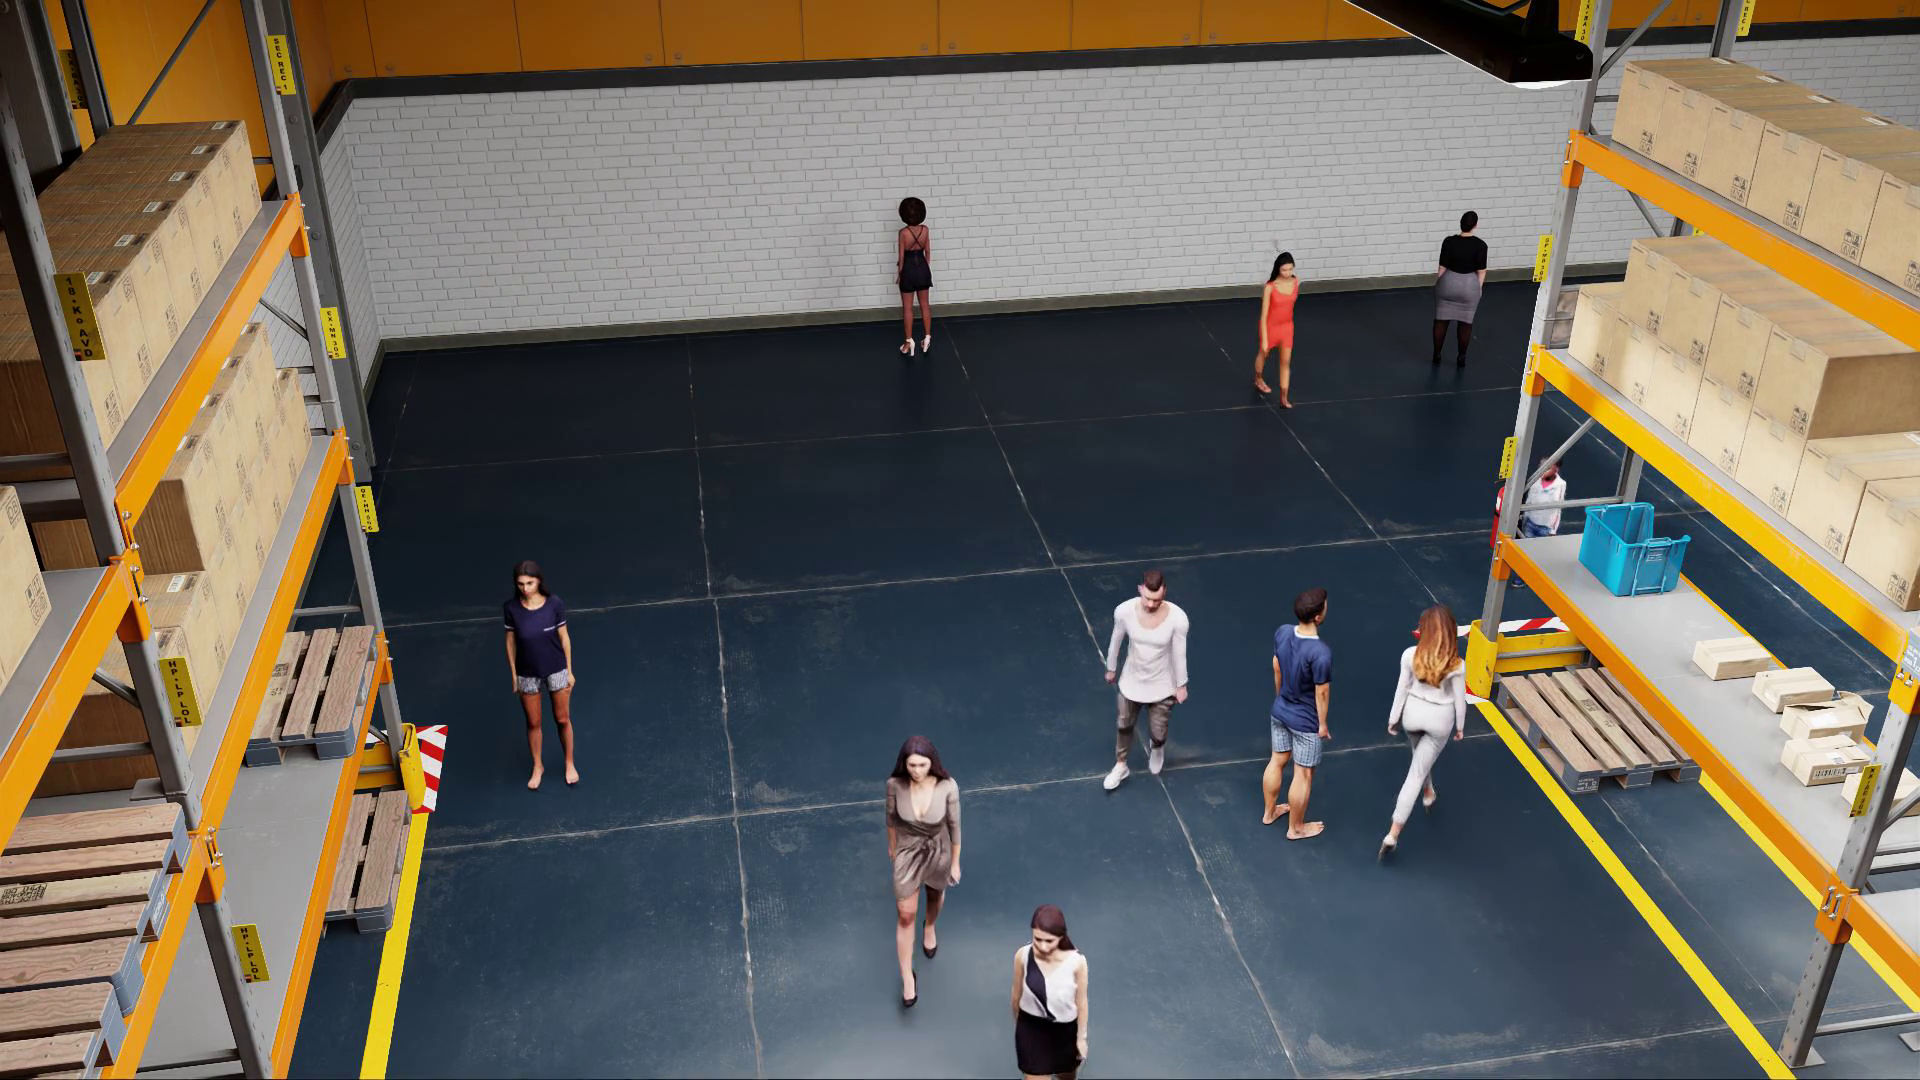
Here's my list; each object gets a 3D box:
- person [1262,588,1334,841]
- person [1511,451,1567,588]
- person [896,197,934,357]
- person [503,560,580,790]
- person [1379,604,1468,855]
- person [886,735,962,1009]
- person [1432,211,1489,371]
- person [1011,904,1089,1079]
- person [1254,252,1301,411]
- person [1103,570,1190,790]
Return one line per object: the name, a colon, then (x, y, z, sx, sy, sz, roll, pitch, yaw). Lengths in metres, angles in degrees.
person: (2.227, 1.140, 10.944, 0.762, 1.850, 0.641, -19, 34, -31)
person: (4.932, -0.175, 13.983, 0.670, 1.249, 0.629, -18, 33, -29)
person: (-0.510, -2.930, 18.471, 0.635, 1.789, 0.630, -14, 32, -24)
person: (-2.873, 0.911, 11.455, 0.575, 1.765, 0.512, -5, 29, -10)
person: (2.995, 1.293, 10.810, 1.050, 1.710, 1.159, 16, 32, 27)
person: (-0.207, 1.821, 9.839, 0.712, 1.713, 1.008, 0, 29, 0)
person: (5.429, -2.723, 18.123, 0.781, 1.758, 0.808, 12, 31, 21)
person: (0.486, 2.516, 8.653, 0.743, 1.629, 1.000, 4, 29, 7)
person: (3.259, -2.208, 17.288, 0.687, 1.653, 1.155, -11, 30, -19)
person: (1.307, 0.936, 11.367, 0.919, 1.804, 0.959, 16, 32, 27)
